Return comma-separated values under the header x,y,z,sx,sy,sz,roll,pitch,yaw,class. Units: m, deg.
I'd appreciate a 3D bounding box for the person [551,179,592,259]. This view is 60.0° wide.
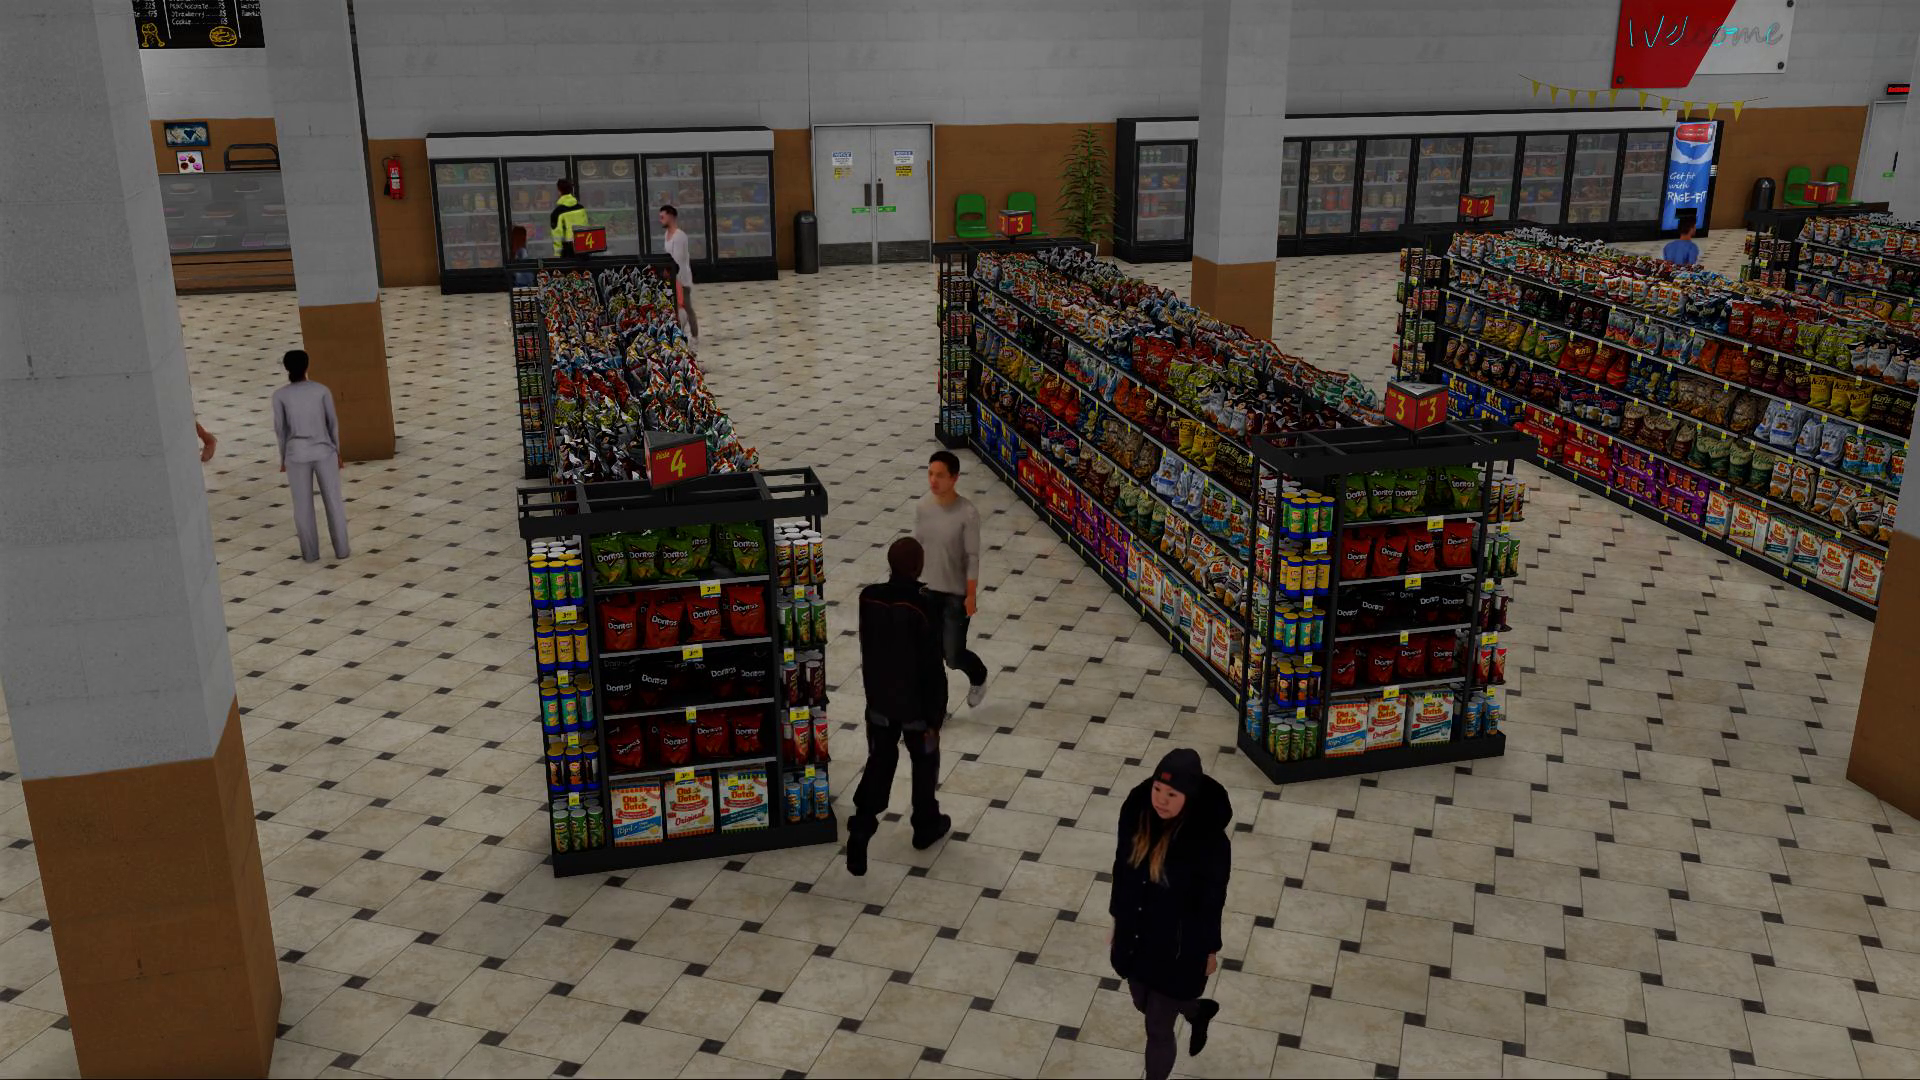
x,y,z,sx,sy,sz,roll,pitch,yaw,class
-5.171,-3.860,22.445,1.115,1.965,1.043,13,22,33,person

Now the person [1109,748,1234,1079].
x,y,z,sx,sy,sz,roll,pitch,yaw,class
0.877,1.585,6.781,1.043,1.654,1.009,17,25,41,person

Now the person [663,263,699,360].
x,y,z,sx,sy,sz,roll,pitch,yaw,class
-3.368,-2.691,20.020,0.719,1.299,0.689,6,20,18,person

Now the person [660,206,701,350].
x,y,z,sx,sy,sz,roll,pitch,yaw,class
-3.503,-3.330,21.113,0.884,1.810,0.842,-15,24,-38,person

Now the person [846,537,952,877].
x,y,z,sx,sy,sz,roll,pitch,yaw,class
-0.360,0.872,8.673,1.099,1.797,1.193,9,21,25,person

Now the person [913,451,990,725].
x,y,z,sx,sy,sz,roll,pitch,yaw,class
-0.038,0.299,10.372,0.942,1.797,0.985,13,22,33,person

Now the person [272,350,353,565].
x,y,z,sx,sy,sz,roll,pitch,yaw,class
-5.217,-0.677,13.363,0.657,1.736,0.572,-7,20,-20,person

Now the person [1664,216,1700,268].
x,y,z,sx,sy,sz,roll,pitch,yaw,class
8.482,-2.909,19.819,0.704,1.839,0.997,-6,19,-16,person

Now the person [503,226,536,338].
x,y,z,sx,sy,sz,roll,pitch,yaw,class
-5.726,-3.320,21.626,0.750,1.464,0.781,-11,21,-29,person
